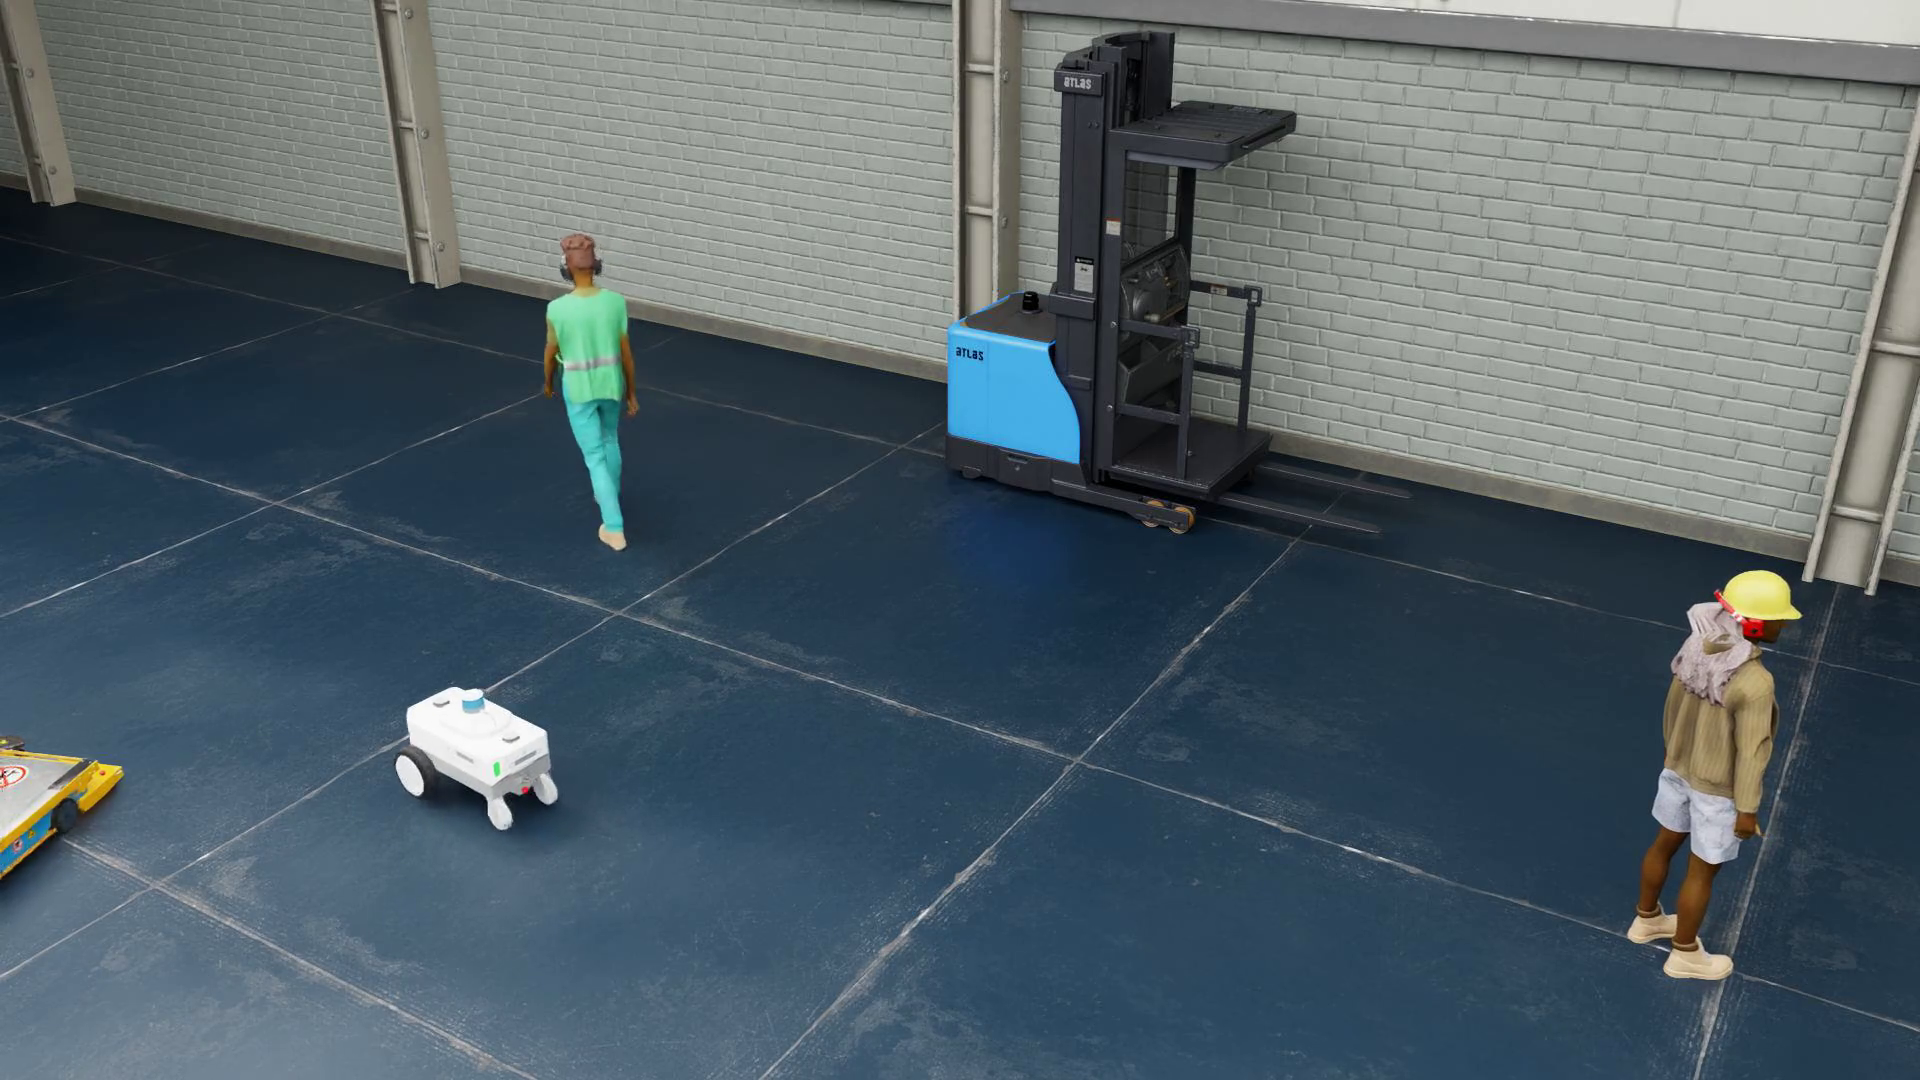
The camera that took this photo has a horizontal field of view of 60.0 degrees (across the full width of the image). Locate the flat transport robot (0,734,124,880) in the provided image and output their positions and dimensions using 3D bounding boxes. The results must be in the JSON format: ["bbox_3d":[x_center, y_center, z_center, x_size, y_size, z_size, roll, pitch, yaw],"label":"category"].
[{"bbox_3d":[-4.479,1.347,7.408,0.659,0.231,1.431,5,26,9],"label":"flat transport robot"}]

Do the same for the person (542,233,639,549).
[{"bbox_3d":[-2.324,-0.957,10.319,0.486,1.944,0.882,-17,30,-31],"label":"person"}]

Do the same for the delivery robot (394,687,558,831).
[{"bbox_3d":[-2.283,0.987,7.858,0.811,0.613,0.499,18,31,33],"label":"delivery robot"}]

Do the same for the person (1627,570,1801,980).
[{"bbox_3d":[2.940,0.923,6.559,0.400,1.760,0.535,-5,26,-11],"label":"person"}]

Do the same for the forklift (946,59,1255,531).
[{"bbox_3d":[0.933,-1.707,10.833,1.873,2.768,1.129,15,29,28],"label":"forklift"}]
